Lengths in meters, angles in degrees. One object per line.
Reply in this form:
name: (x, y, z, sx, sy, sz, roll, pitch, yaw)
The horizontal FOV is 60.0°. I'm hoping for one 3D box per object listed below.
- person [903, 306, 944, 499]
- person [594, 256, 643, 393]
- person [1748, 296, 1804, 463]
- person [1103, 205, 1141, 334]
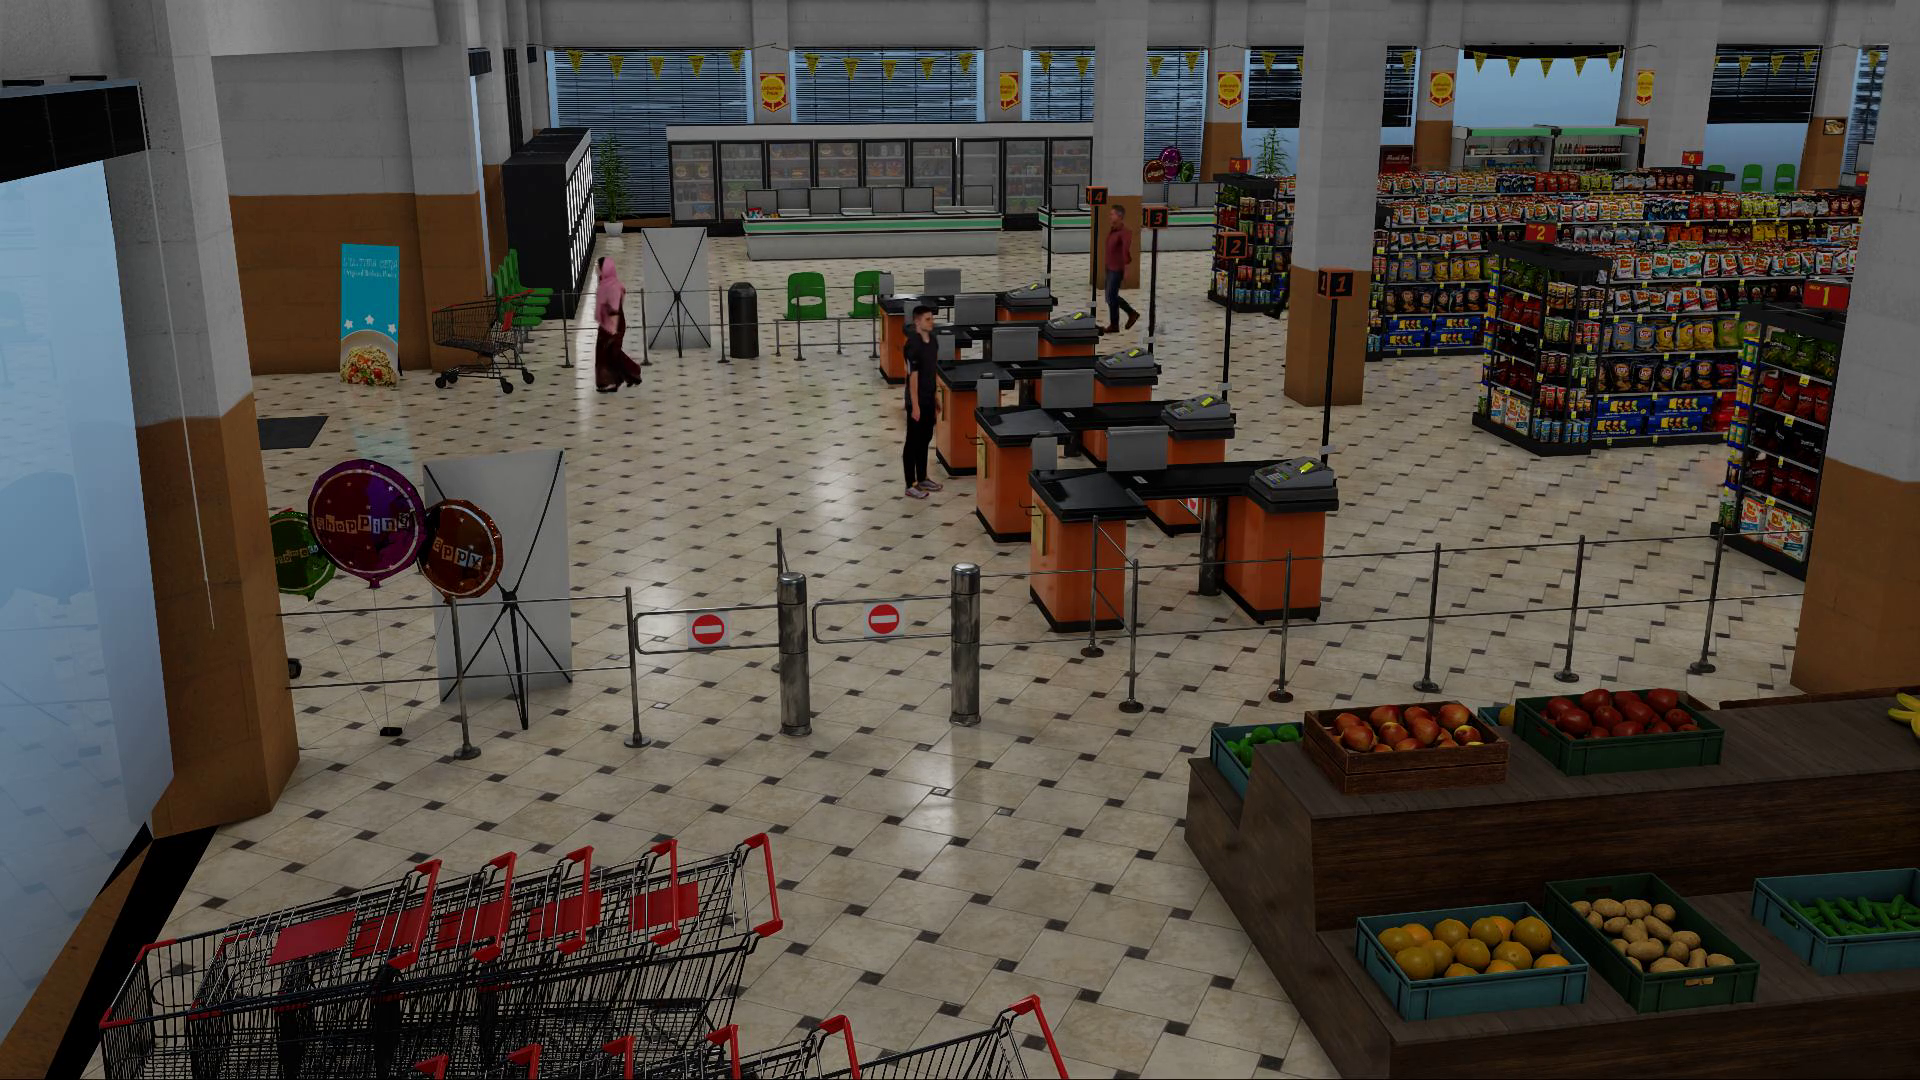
person: (-0.355, -1.290, 15.383, 0.738, 1.763, 0.717, 8, 19, 25)
person: (-4.078, -2.548, 19.762, 0.863, 1.624, 0.777, -9, 19, -27)
person: (7.509, -1.303, 15.306, 1.247, 1.830, 0.963, -10, 19, -29)
person: (2.302, -3.856, 23.740, 0.798, 1.817, 0.724, -5, 18, -15)
